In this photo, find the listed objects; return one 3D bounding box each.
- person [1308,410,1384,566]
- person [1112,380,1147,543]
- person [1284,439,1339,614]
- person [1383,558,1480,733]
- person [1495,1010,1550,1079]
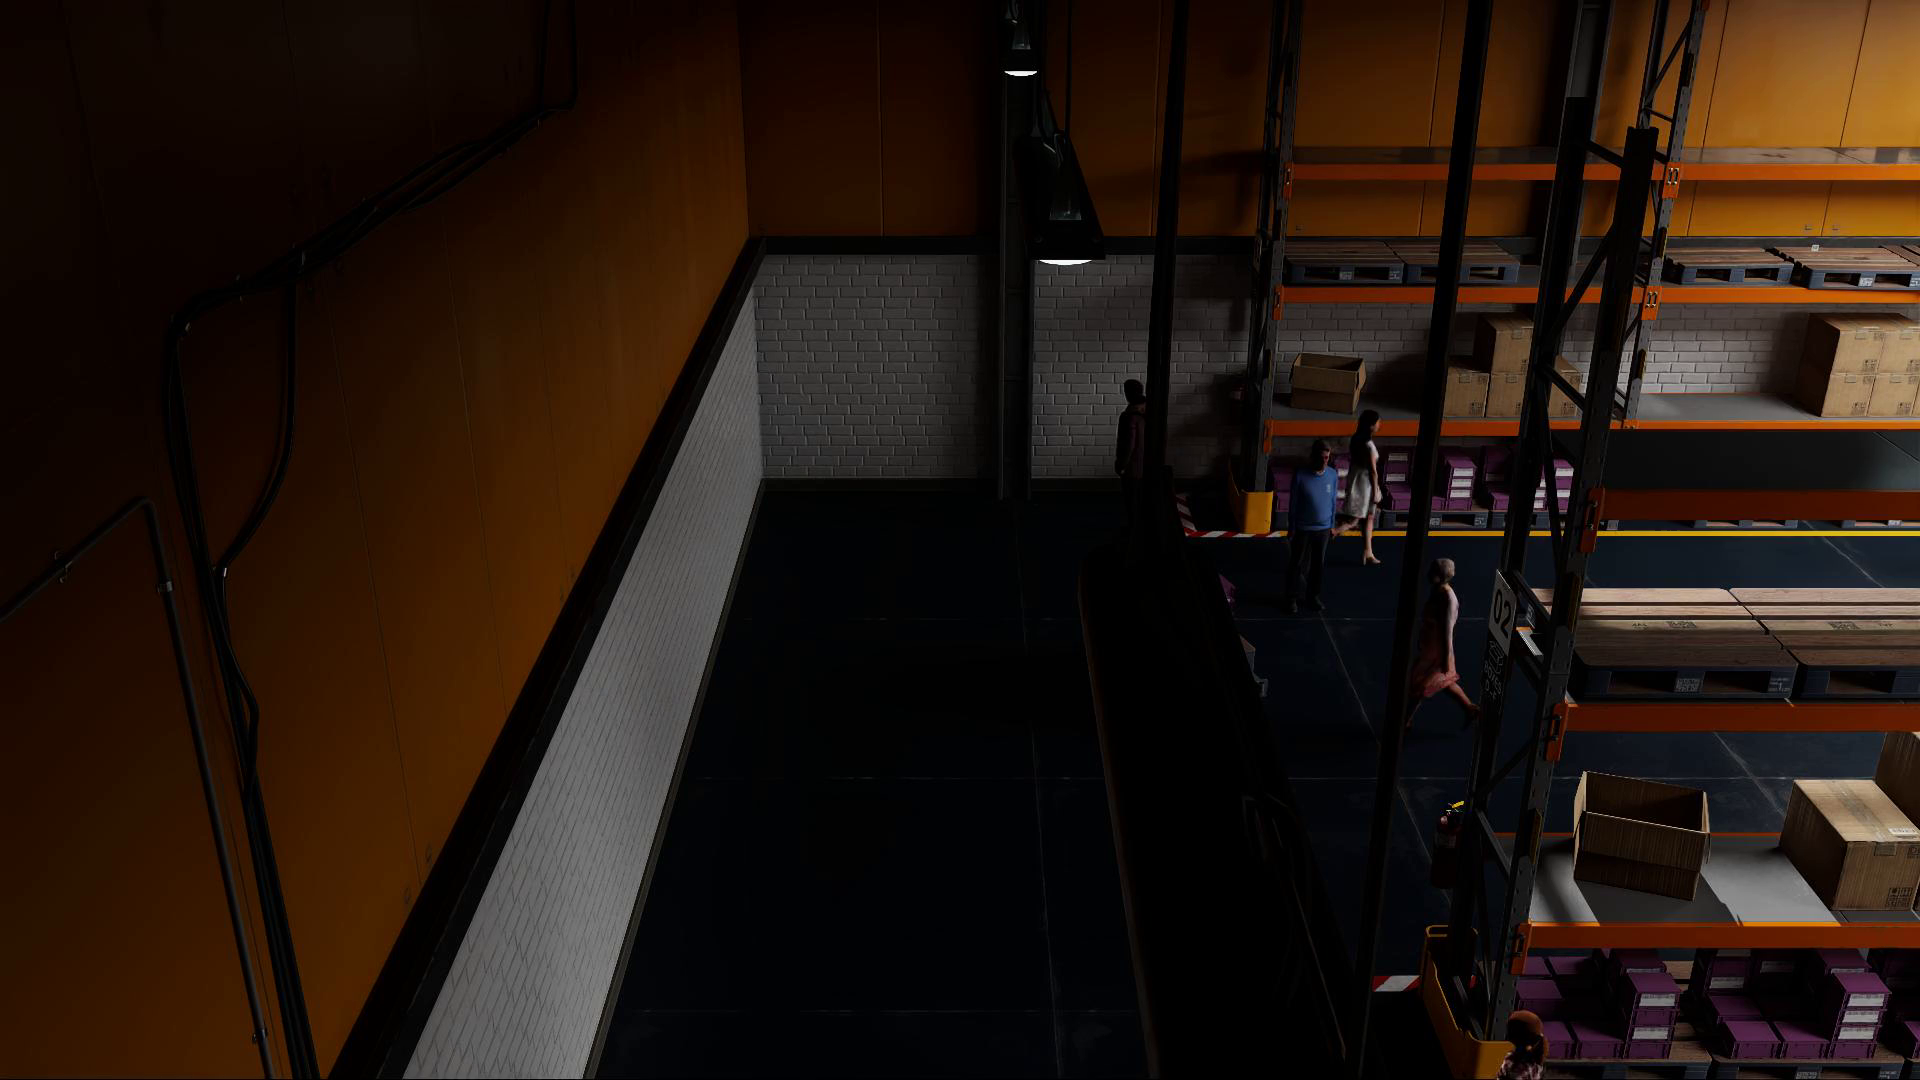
[{"bbox_3d":[4.103,-0.483,17.404,1.131,1.742,0.697,-3,24,-8],"label":"person"},{"bbox_3d":[1.903,-0.869,18.159,0.847,1.845,0.860,11,26,24],"label":"person"},{"bbox_3d":[3.503,-0.165,16.591,0.565,1.811,0.751,-4,24,-9],"label":"person"},{"bbox_3d":[4.163,0.949,14.234,1.072,1.658,0.608,1,24,3],"label":"person"},{"bbox_3d":[3.213,3.261,9.421,0.854,1.277,0.905,-21,31,-39],"label":"person"}]
